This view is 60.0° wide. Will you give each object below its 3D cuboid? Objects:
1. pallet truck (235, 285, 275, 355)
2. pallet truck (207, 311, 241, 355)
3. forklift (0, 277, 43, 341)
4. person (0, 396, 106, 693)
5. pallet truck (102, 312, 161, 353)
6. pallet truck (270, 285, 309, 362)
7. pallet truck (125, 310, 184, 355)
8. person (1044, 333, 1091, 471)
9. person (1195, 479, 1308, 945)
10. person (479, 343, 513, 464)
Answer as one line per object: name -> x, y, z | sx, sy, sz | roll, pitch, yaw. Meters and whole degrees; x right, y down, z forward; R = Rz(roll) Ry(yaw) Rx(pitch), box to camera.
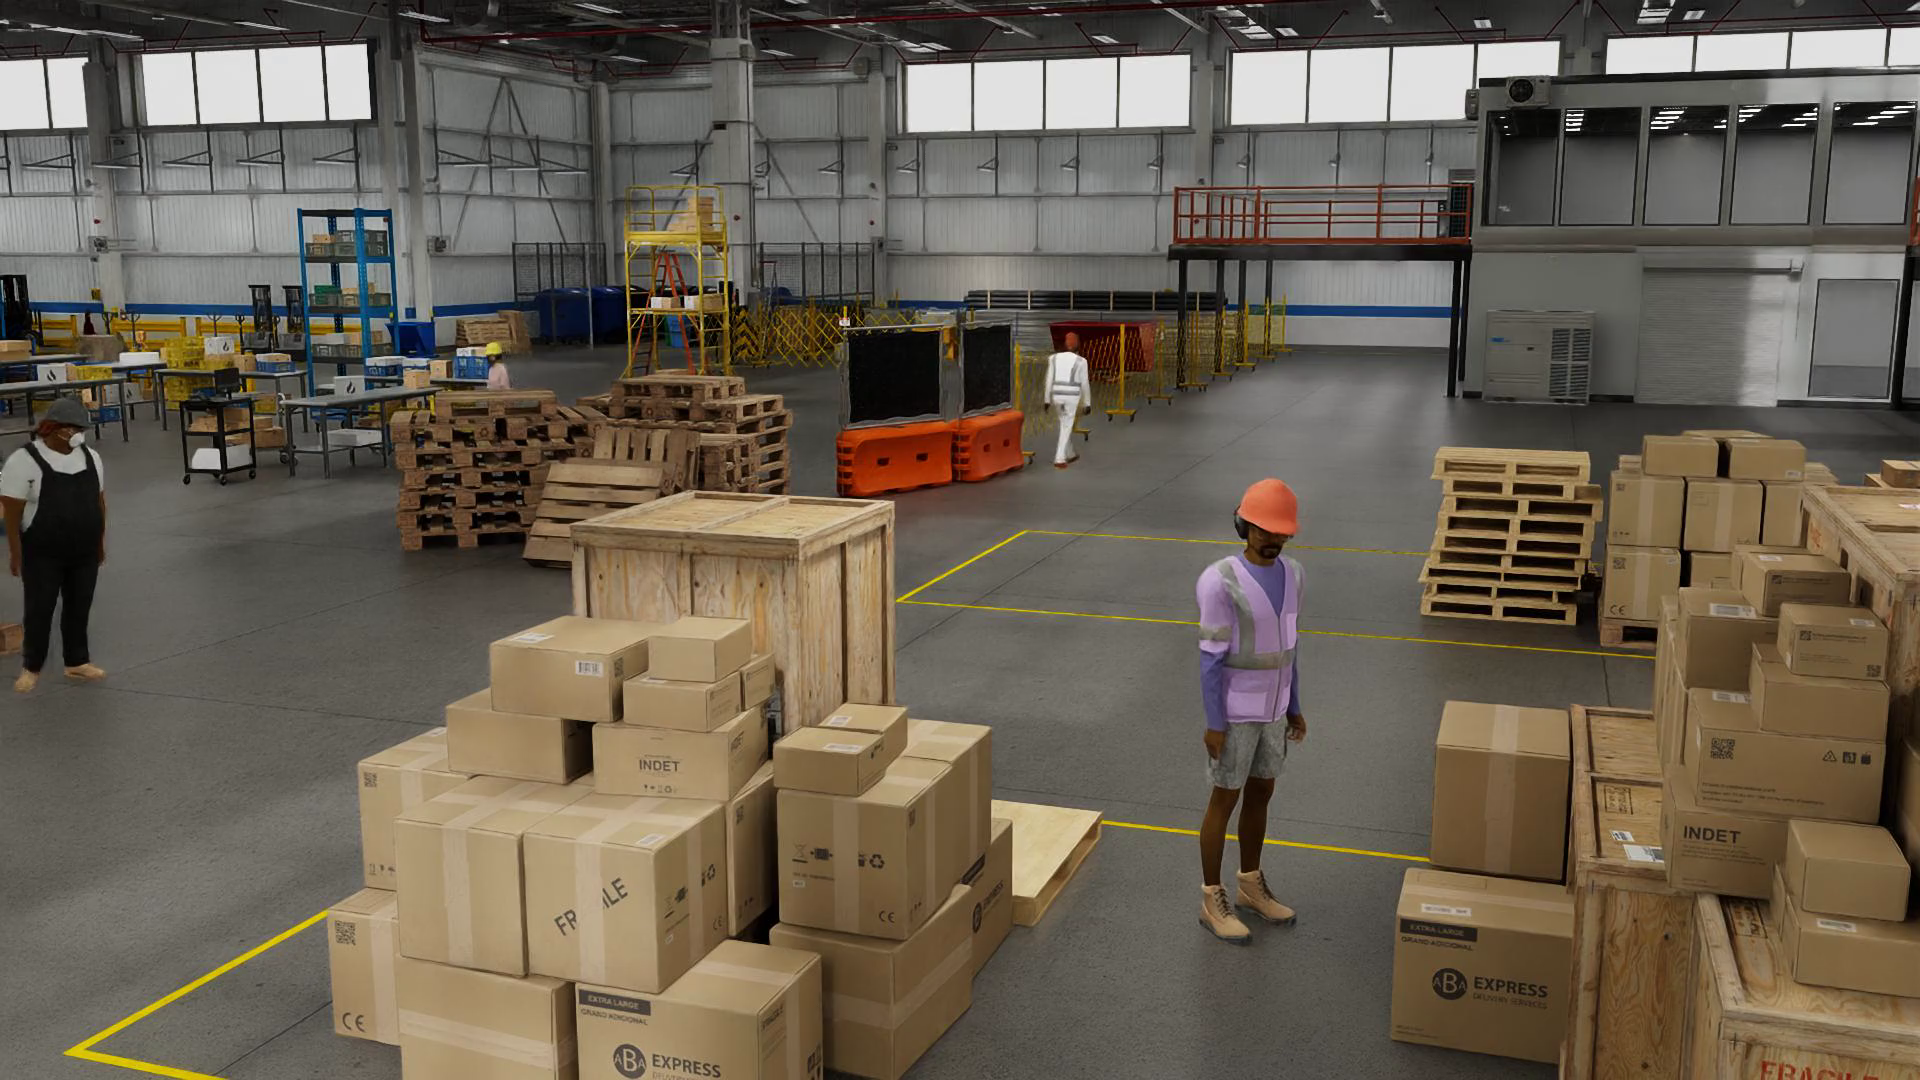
pallet truck -> -18.327, -5.835, 44.421 | 0.823, 1.965, 1.885 | 4, 11, 23
pallet truck -> -19.537, -5.575, 44.913 | 0.653, 1.274, 1.630 | 3, 11, 19
forklift -> -27.151, -6.329, 46.328 | 1.157, 1.987, 2.680 | 3, 11, 17
person -> -6.150, 0.007, 11.401 | 0.559, 2.000, 0.723 | 5, 11, 27
pallet truck -> -23.057, -5.777, 46.261 | 0.680, 1.201, 1.601 | 3, 11, 19
pallet truck -> -17.147, -5.700, 43.663 | 0.823, 1.965, 1.885 | 3, 11, 17
pallet truck -> -22.038, -5.665, 45.457 | 0.704, 1.261, 1.522 | 3, 11, 17
person -> 1.521, -1.887, 22.592 | 0.610, 1.847, 0.904 | 7, 12, 34
person -> 1.303, 0.738, 7.300 | 0.605, 2.036, 0.393 | -8, 13, -37
person -> -6.242, -1.753, 22.158 | 0.850, 1.725, 0.553 | -7, 12, -33
